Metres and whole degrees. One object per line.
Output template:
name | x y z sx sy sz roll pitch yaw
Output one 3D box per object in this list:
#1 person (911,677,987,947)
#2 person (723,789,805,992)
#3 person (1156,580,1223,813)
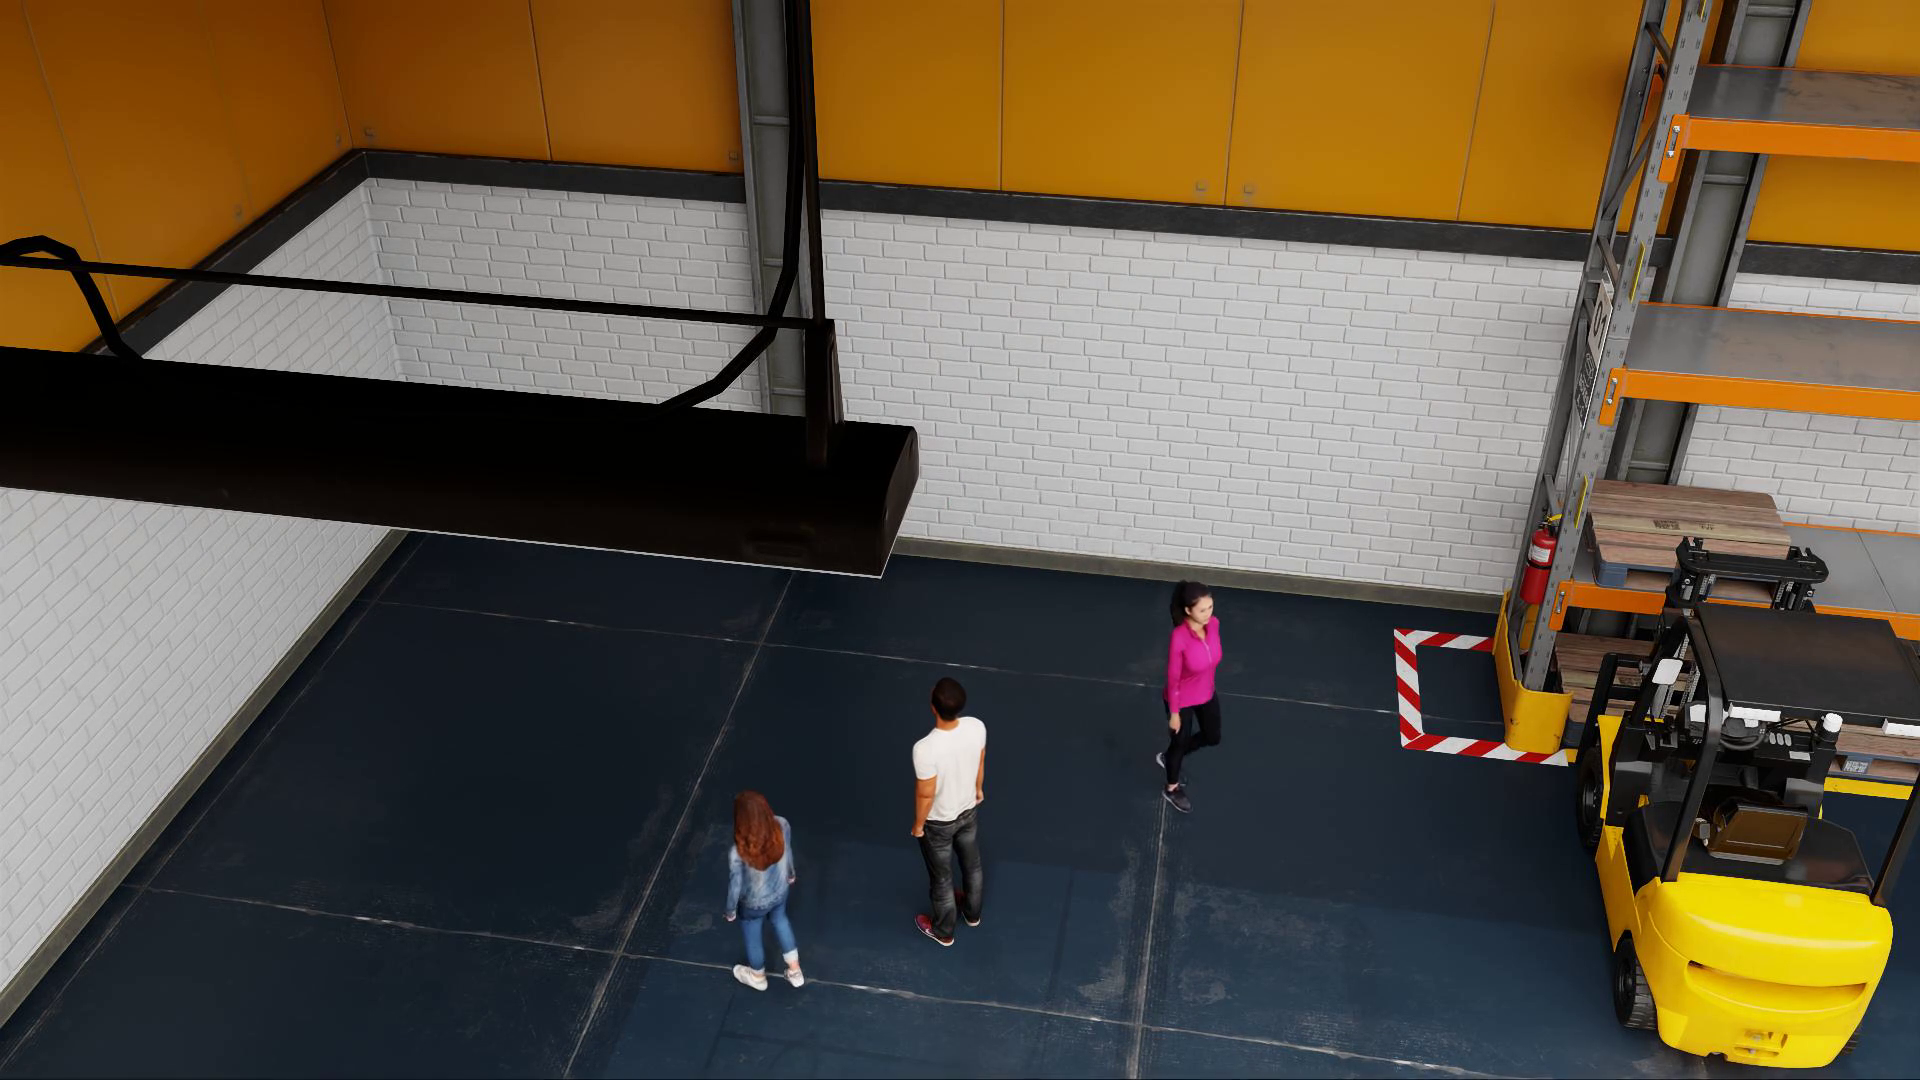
person | -0.061 1.509 9.284 0.714 1.803 0.751 -25 41 -33
person | -1.031 1.918 8.959 0.761 1.471 0.821 -29 43 -36
person | 1.355 0.930 10.260 0.742 1.687 0.800 -25 41 -32
